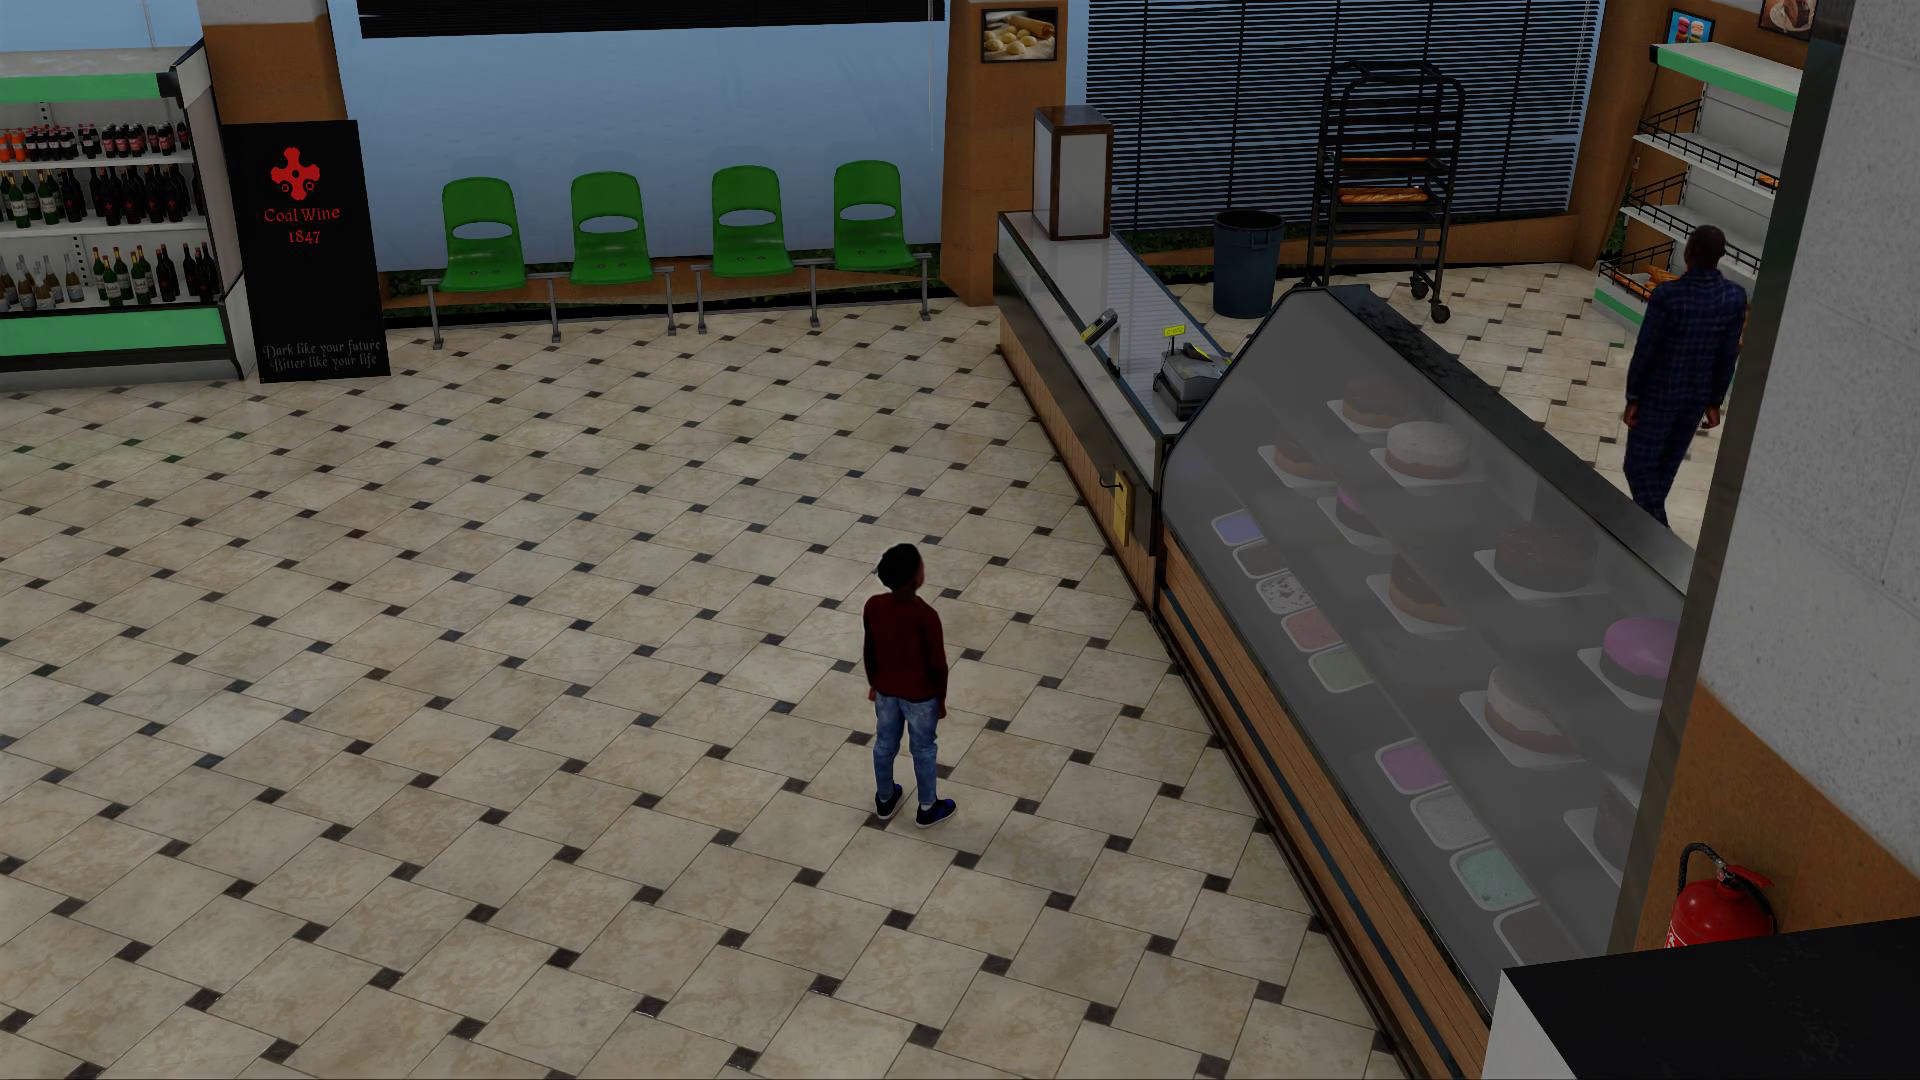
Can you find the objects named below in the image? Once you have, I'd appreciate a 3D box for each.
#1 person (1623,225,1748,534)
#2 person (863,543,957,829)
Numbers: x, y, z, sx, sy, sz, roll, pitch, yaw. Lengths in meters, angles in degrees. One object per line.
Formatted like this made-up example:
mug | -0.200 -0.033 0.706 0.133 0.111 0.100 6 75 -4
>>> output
person | 3.682 -0.700 8.531 0.981 1.803 0.879 2 27 4
person | -0.216 0.578 6.617 0.566 1.256 0.645 12 29 23
